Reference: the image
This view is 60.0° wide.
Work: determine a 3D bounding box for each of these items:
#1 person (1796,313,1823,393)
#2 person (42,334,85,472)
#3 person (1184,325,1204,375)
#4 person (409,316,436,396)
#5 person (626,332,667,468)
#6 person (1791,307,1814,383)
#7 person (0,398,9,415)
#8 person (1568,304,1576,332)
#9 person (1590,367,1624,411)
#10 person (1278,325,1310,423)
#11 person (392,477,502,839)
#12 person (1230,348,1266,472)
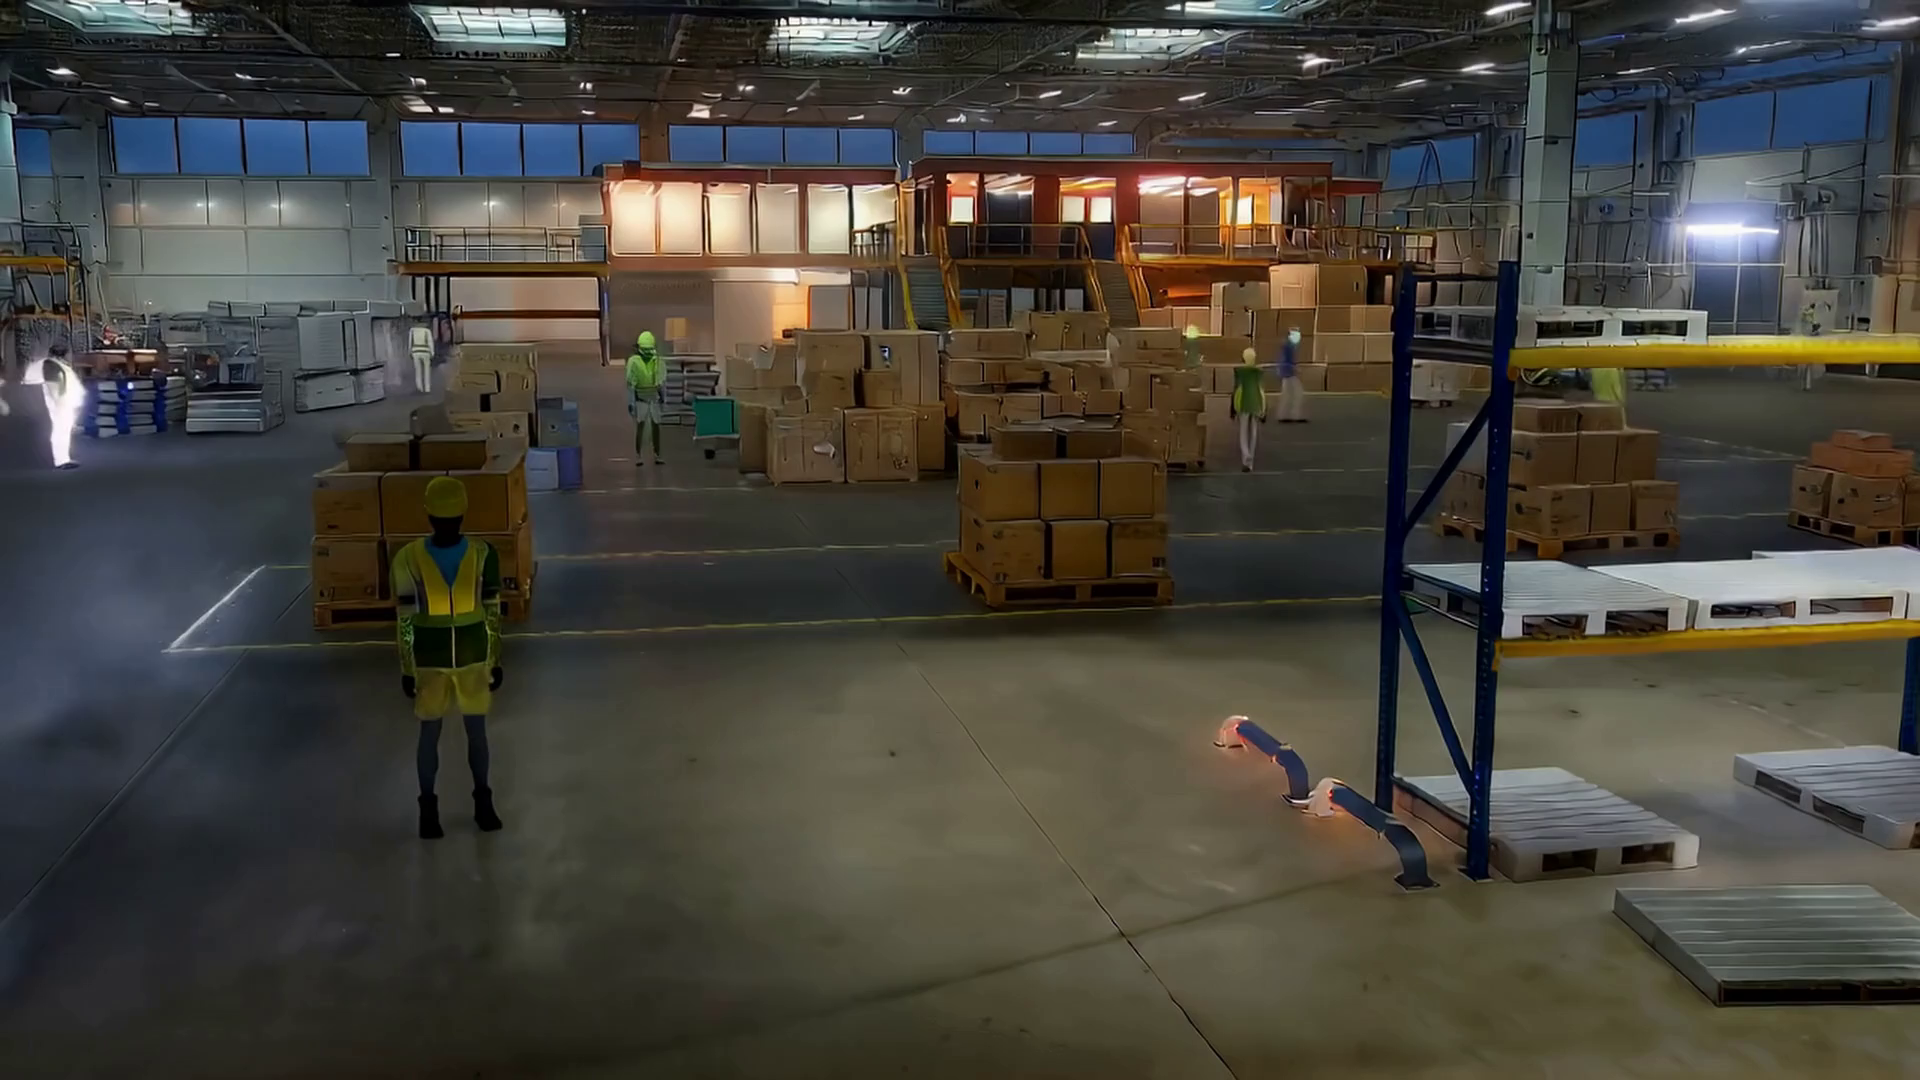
[{"bbox_3d":[20.358,-4.486,39.912,0.624,1.926,0.701,6,11,33],"label":"person"},{"bbox_3d":[-13.211,-2.032,24.560,0.535,2.000,0.684,-2,10,-14],"label":"person"},{"bbox_3d":[4.665,-3.506,34.231,0.833,1.811,0.660,6,11,31],"label":"person"},{"bbox_3d":[-12.561,-4.302,38.900,0.612,1.869,0.419,0,9,-2],"label":"person"},{"bbox_3d":[-4.680,-2.096,24.943,0.608,2.046,0.368,-4,10,-22],"label":"person"},{"bbox_3d":[21.888,-5.047,43.179,0.696,1.955,0.577,-2,9,-11],"label":"person"},{"bbox_3d":[-19.363,-3.276,33.032,0.530,1.746,0.659,4,10,23],"label":"person"},{"bbox_3d":[17.490,-5.787,47.759,0.351,1.941,0.545,2,10,14],"label":"person"},{"bbox_3d":[10.179,-2.167,25.879,0.852,1.883,0.667,-2,10,-12],"label":"person"},{"bbox_3d":[6.444,-3.169,31.891,0.750,1.900,0.623,7,11,35],"label":"person"},{"bbox_3d":[-2.675,0.620,8.759,0.542,1.928,0.399,-4,10,-24],"label":"person"},{"bbox_3d":[4.210,-1.879,24.241,0.527,1.842,0.708,1,9,4],"label":"person"}]
